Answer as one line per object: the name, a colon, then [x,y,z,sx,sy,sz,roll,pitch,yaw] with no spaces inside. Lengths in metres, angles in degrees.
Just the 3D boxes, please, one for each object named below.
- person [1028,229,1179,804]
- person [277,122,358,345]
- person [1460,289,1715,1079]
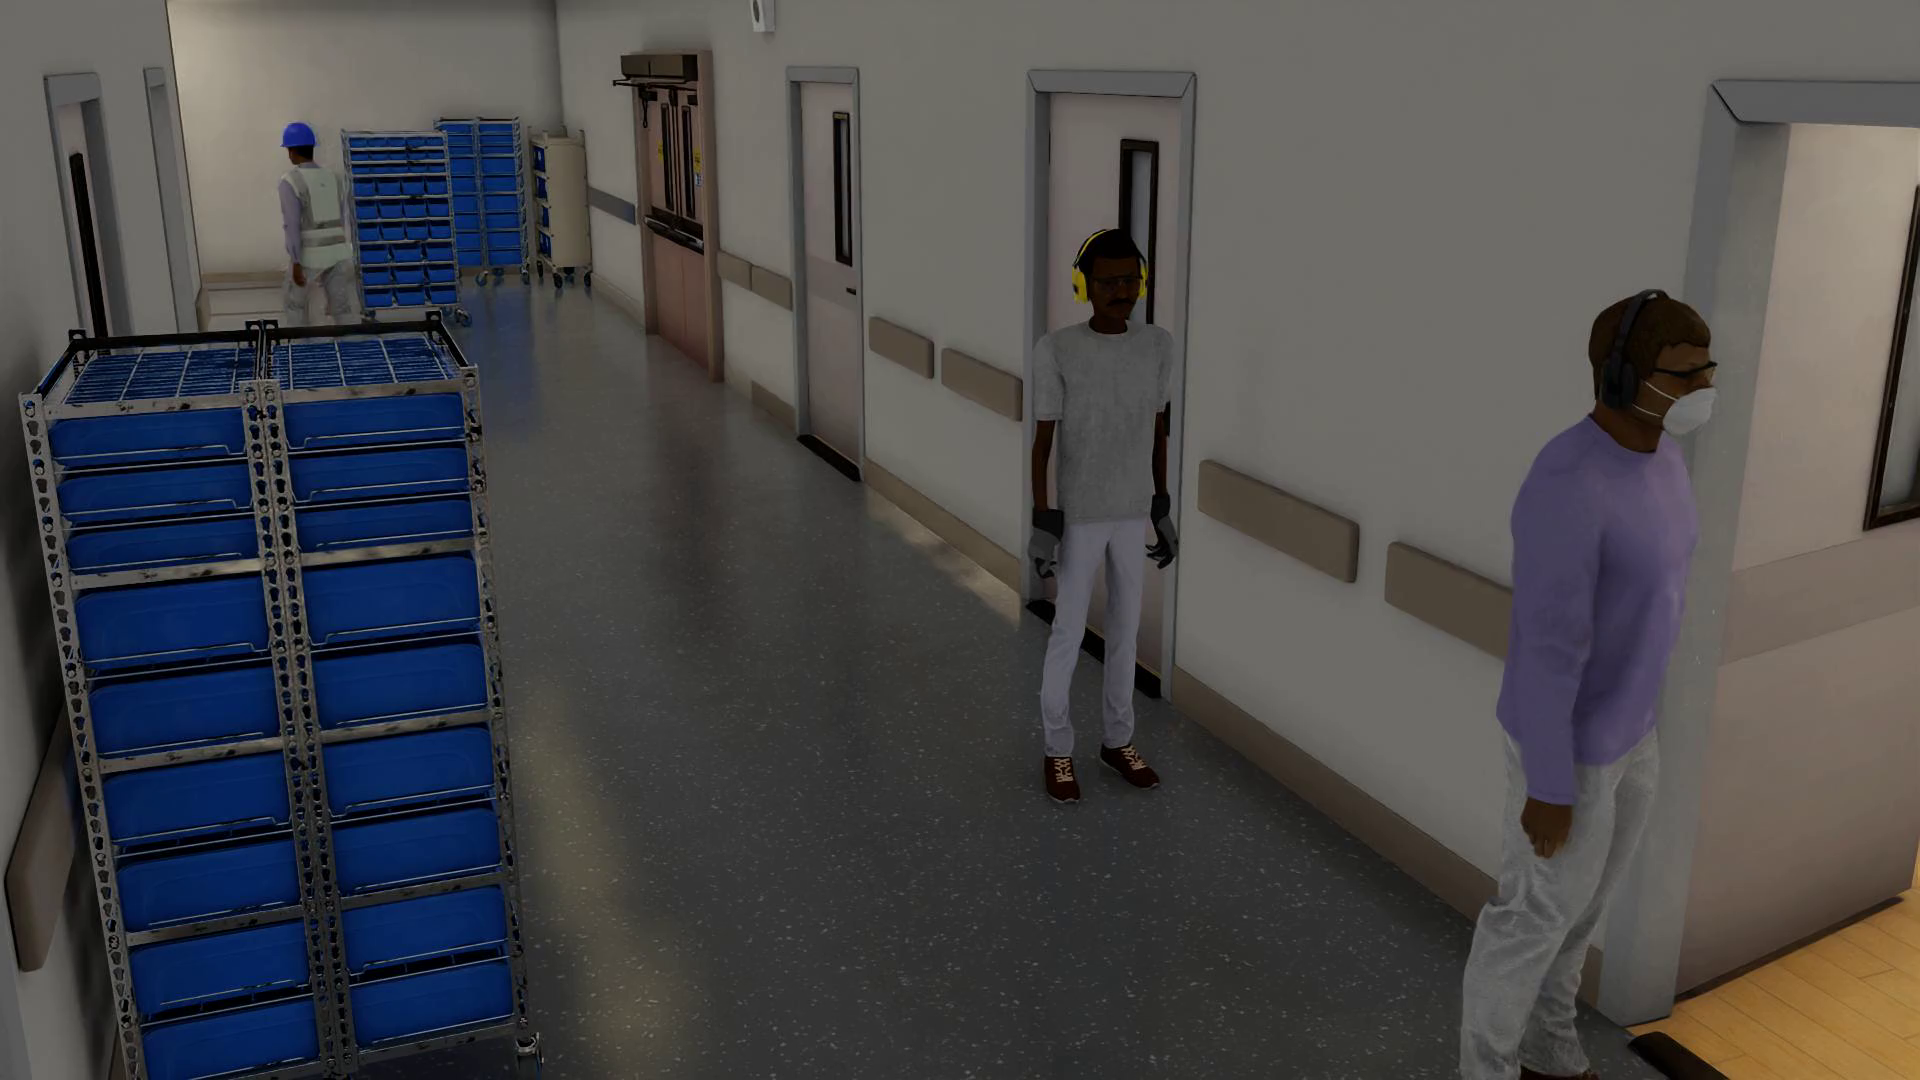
person: [0.474,-0.069,5.401,0.533,1.870,0.315,-6,17,-21]
person: [-4.840,-2.122,12.411,0.732,1.923,0.625,9,18,29]
person: [1.336,0.430,3.557,0.352,1.938,0.635,13,21,38]
